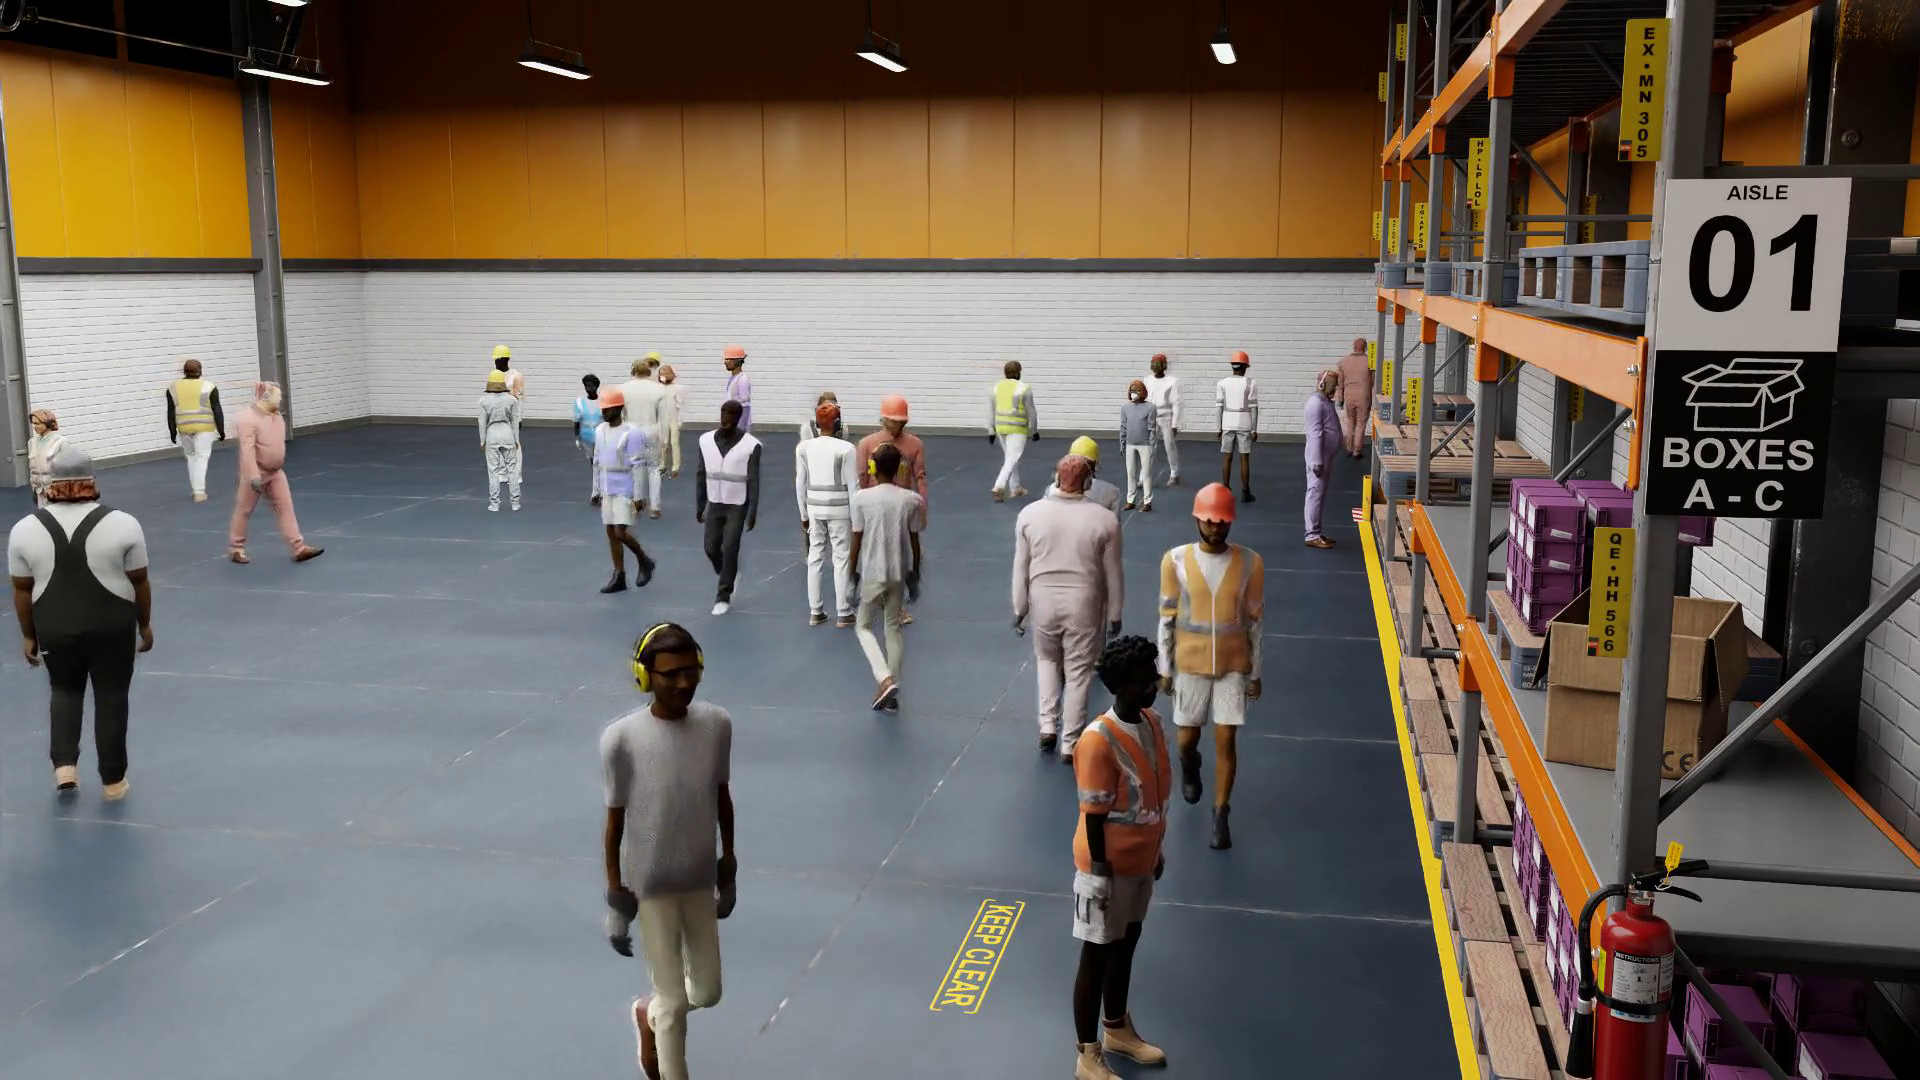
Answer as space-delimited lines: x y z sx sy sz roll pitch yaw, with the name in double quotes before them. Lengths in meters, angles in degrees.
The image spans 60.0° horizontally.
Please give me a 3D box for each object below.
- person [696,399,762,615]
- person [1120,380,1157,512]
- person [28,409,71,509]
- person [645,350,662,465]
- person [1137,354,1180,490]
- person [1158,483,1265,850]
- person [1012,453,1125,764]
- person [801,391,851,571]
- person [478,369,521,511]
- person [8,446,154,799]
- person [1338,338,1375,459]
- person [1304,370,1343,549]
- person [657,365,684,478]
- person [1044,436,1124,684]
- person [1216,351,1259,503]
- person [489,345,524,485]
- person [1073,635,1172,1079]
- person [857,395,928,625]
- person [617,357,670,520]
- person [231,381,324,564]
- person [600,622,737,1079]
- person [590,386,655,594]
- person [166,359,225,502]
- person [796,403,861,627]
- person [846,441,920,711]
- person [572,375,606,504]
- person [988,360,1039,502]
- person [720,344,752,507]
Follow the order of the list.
"person" -2.009 -0.300 14.526 0.644 1.881 0.548 3 10 15
"person" 2.184 -1.150 20.395 0.494 1.624 0.279 6 11 32
"person" -8.842 -0.458 16.204 0.515 1.635 0.311 3 10 19
"person" -4.668 -2.005 25.217 0.527 1.734 0.811 -1 10 -9
"person" 2.729 -1.603 22.536 0.597 1.832 1.011 6 11 32
"person" 1.328 0.628 8.830 0.549 1.921 0.671 1 9 6
"person" 0.675 0.411 10.181 0.681 1.888 0.507 3 10 15
"person" -1.321 -0.561 16.342 0.516 1.796 0.972 -3 10 -20
"person" -5.676 -1.225 20.489 0.486 1.744 0.311 -4 10 -21
"person" -4.938 0.461 9.438 0.685 2.000 0.542 -2 10 -15
"person" 6.318 -2.226 26.103 0.653 1.886 0.709 7 12 35
"person" 3.906 -0.870 17.879 0.406 1.902 0.636 4 10 20
"person" -4.144 -1.666 23.534 0.501 1.616 0.491 3 10 17
"person" 0.887 0.146 12.047 0.608 1.807 0.800 3 10 17
"person" 3.546 -1.440 21.235 0.542 1.927 0.382 5 10 26
"person" -6.249 -1.712 22.870 0.585 1.928 0.368 5 11 29
"person" 0.599 1.179 6.141 0.322 1.697 0.532 6 11 33
"person" -0.598 -0.286 14.293 0.623 1.930 1.067 -4 10 -25
"person" -3.769 -1.200 19.769 0.642 1.937 0.385 -1 10 -7
"person" -7.019 -0.670 16.819 0.965 1.848 0.695 3 10 19
"person" -1.016 1.171 5.740 0.517 1.853 0.694 -7 12 -36
"person" -3.148 -0.458 15.338 0.559 1.925 0.477 7 12 37
"person" -9.819 -1.427 21.483 0.646 1.812 0.771 -1 9 -7
"person" -1.089 -0.206 13.932 0.573 1.883 0.356 4 10 21
"person" -0.509 0.262 11.207 0.544 1.852 0.449 -4 10 -22
"person" -4.650 -1.302 21.265 0.553 1.641 0.933 1 9 4
"person" 0.639 -1.399 21.363 0.621 1.811 0.877 8 12 39
"person" -2.797 -1.426 20.800 0.373 2.044 0.606 -4 10 -22
